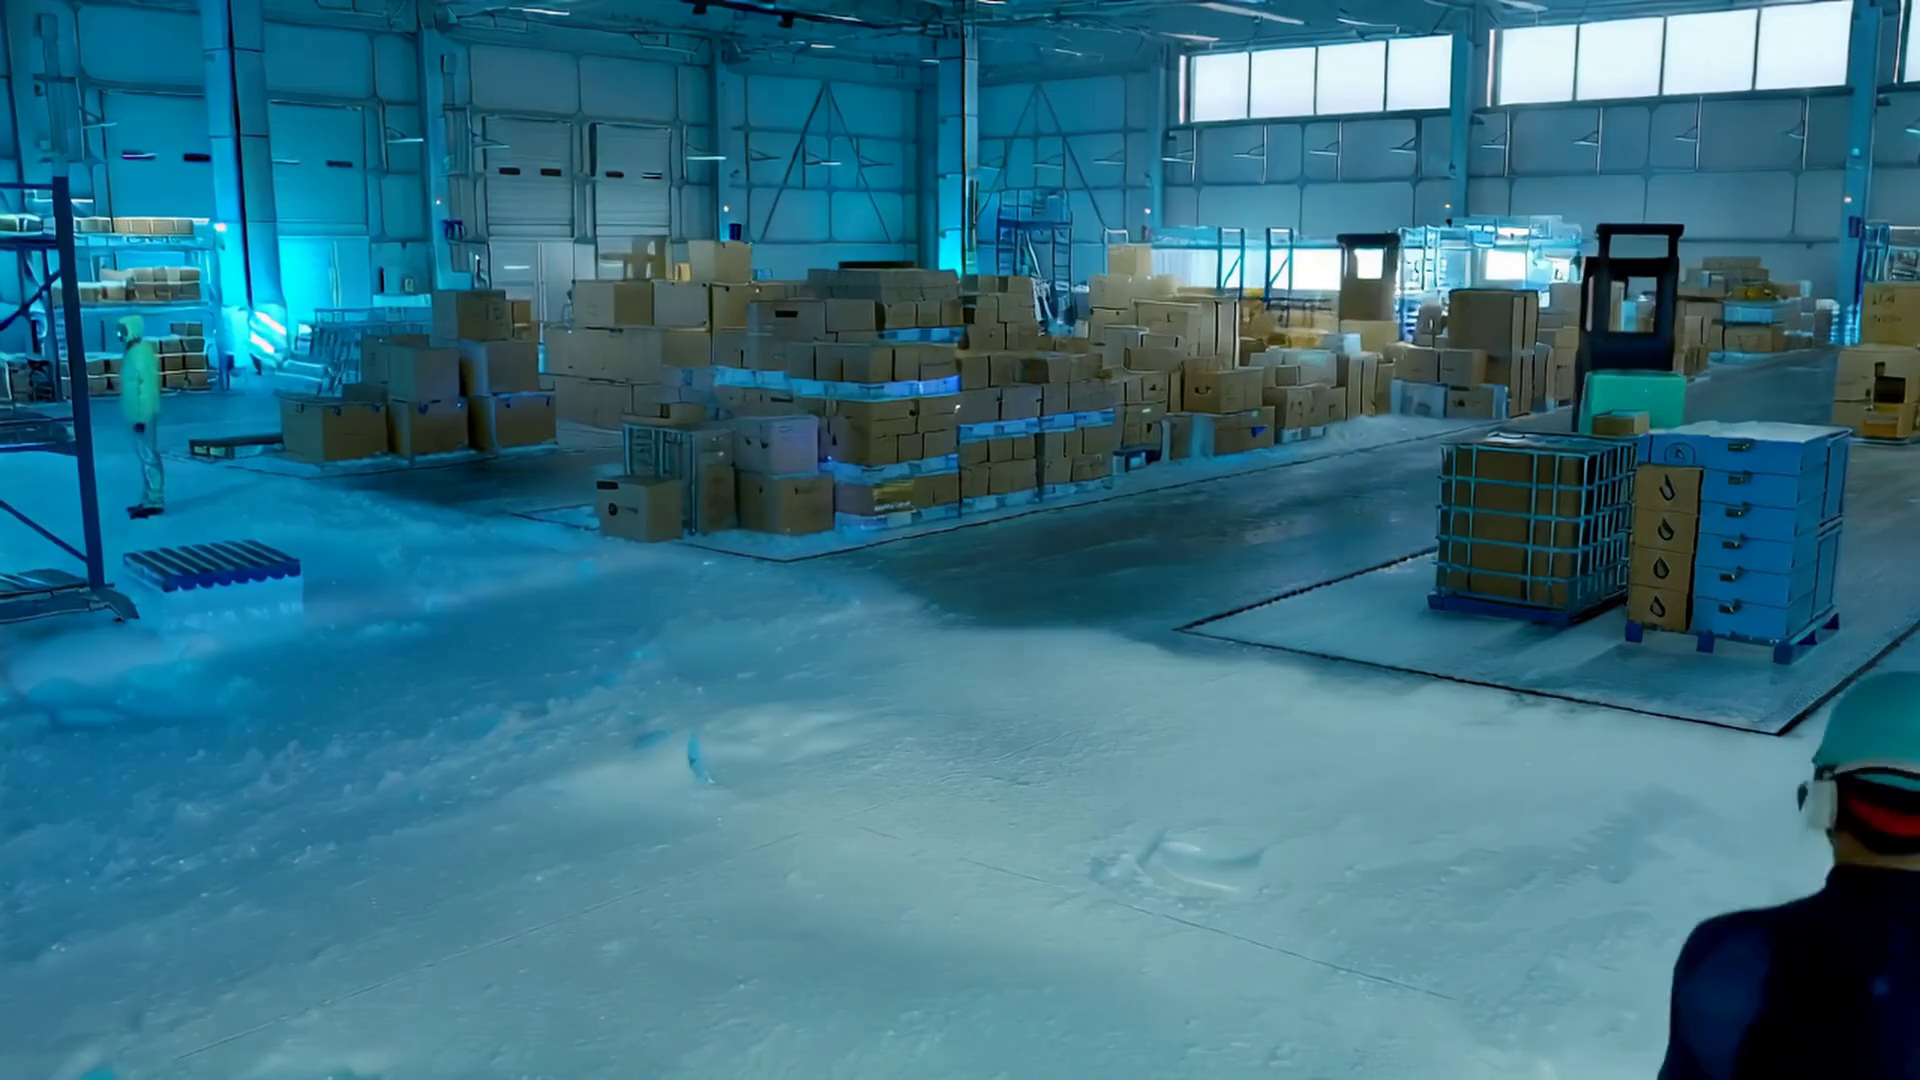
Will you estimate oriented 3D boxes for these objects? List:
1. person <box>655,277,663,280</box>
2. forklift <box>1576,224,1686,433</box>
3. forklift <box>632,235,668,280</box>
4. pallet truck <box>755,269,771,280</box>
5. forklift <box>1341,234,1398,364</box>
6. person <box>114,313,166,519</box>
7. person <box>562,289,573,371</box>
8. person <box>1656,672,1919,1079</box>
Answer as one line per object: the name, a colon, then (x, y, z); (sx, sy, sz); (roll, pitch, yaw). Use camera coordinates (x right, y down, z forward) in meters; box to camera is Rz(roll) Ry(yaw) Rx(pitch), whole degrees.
person: (-6.492, -4.723, 36.014); (0.634, 1.929, 0.387); (-5, 11, -24)
forklift: (7.996, -2.362, 19.839); (1.129, 2.768, 1.873); (2, 10, 14)
forklift: (-6.875, -5.401, 37.141); (1.873, 2.768, 1.129); (5, 11, 25)
pallet truck: (-4.996, -6.432, 45.525); (1.885, 1.965, 0.823); (-6, 12, -32)
forklift: (8.234, -4.769, 33.546); (1.129, 2.768, 1.873); (1, 10, 8)
person: (-7.778, -1.177, 15.775); (0.372, 1.940, 0.630); (-6, 11, -29)
person: (-8.030, -4.344, 34.492); (0.321, 1.696, 0.537); (4, 11, 21)
person: (1.345, 1.178, 2.477); (0.665, 1.919, 1.107); (1, 10, 6)
